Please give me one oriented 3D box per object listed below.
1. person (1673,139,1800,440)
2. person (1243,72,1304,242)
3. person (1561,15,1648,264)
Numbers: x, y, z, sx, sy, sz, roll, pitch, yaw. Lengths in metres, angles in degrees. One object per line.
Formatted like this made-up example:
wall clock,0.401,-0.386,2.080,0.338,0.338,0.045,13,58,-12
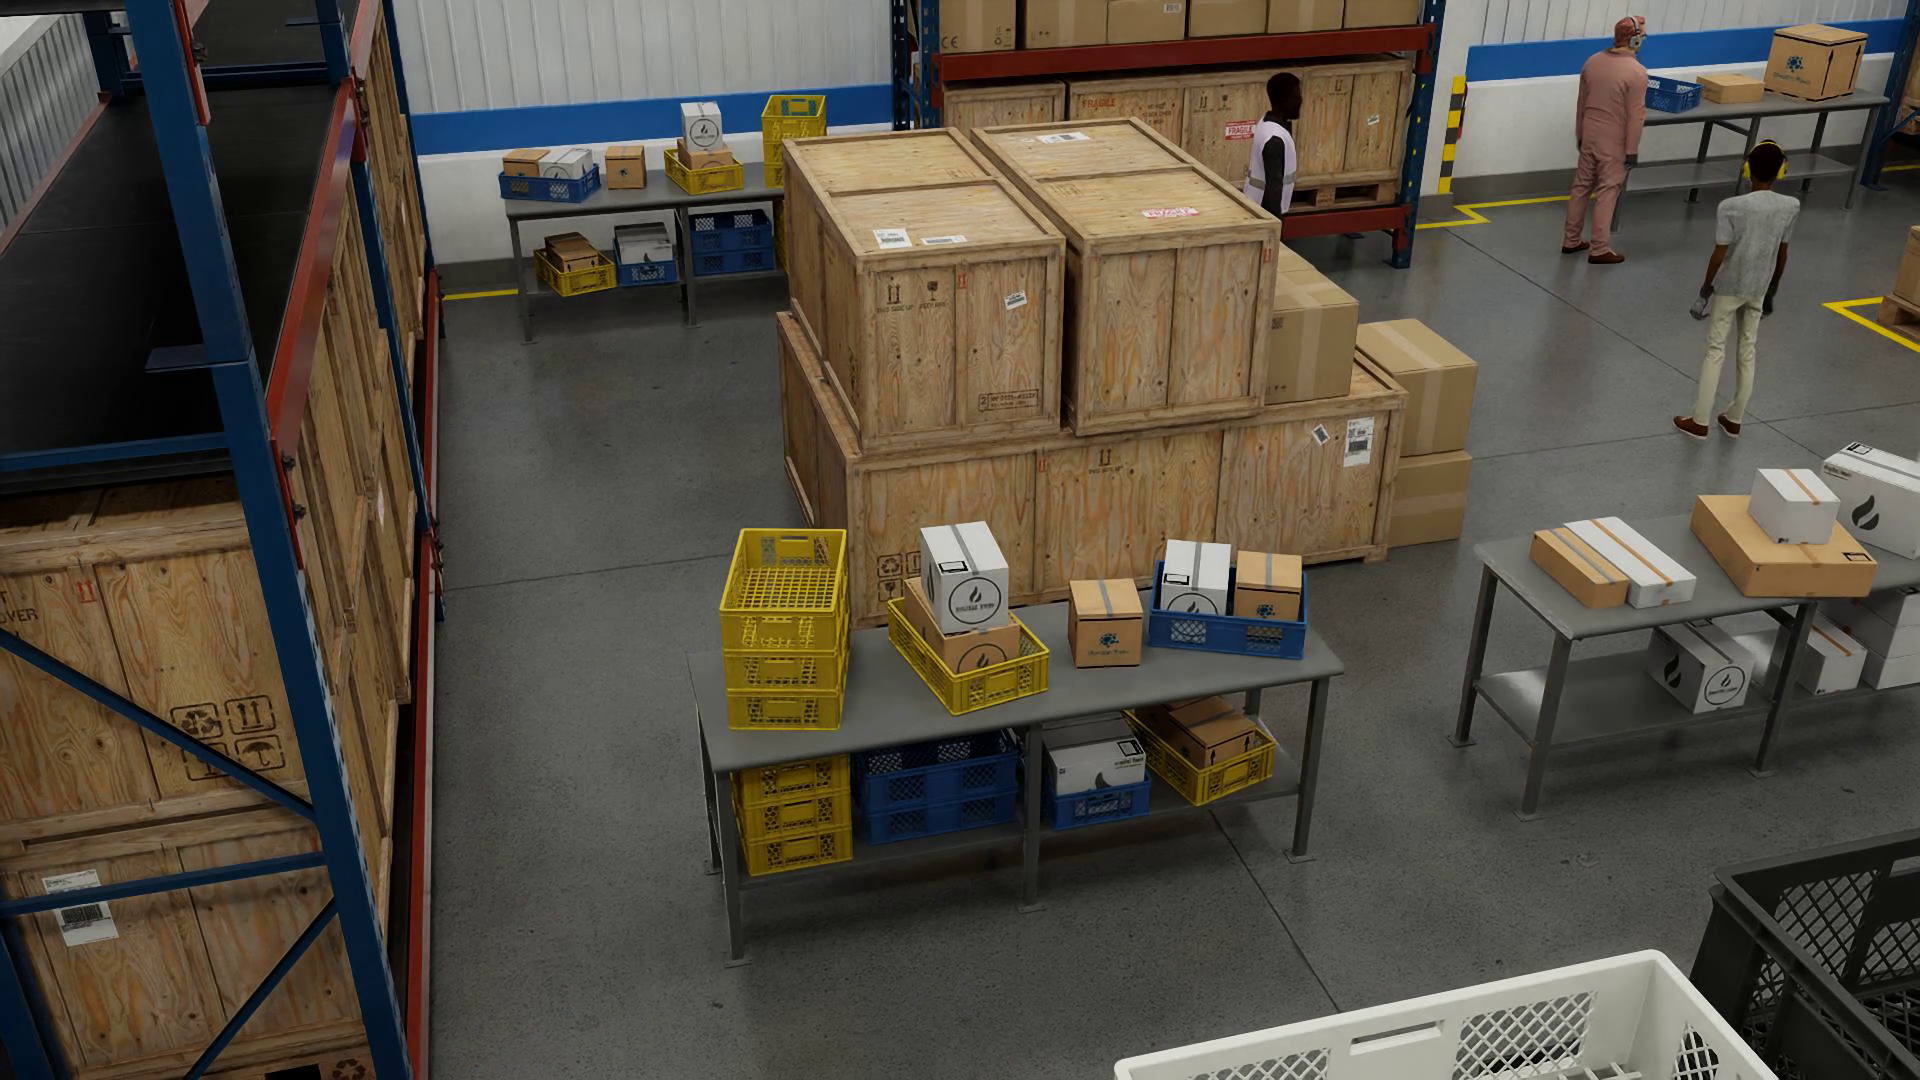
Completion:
person,4.756,-1.510,10.193,0.519,1.863,0.335,-1,29,-3
person,2.135,-2.264,11.499,0.392,1.922,0.591,2,29,4
person,5.133,-3.154,13.131,0.404,1.909,0.636,-12,31,-21
